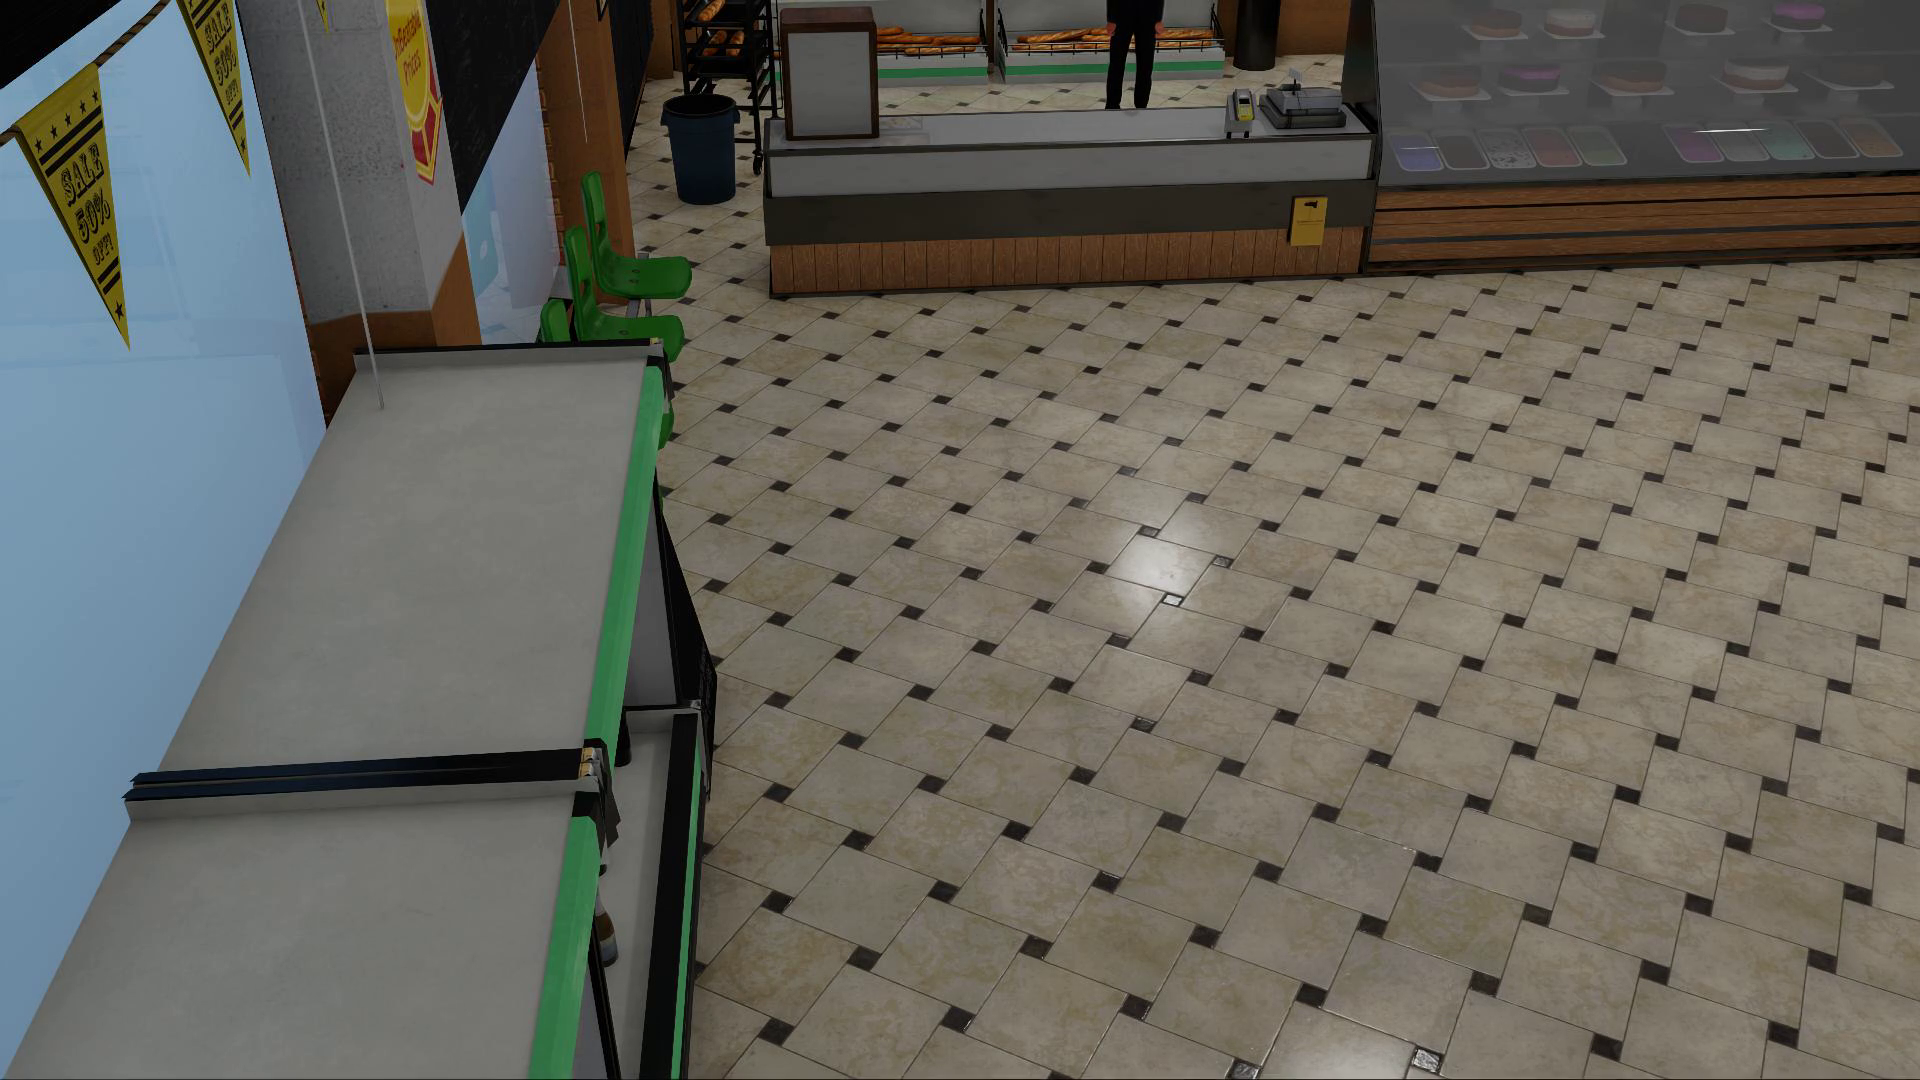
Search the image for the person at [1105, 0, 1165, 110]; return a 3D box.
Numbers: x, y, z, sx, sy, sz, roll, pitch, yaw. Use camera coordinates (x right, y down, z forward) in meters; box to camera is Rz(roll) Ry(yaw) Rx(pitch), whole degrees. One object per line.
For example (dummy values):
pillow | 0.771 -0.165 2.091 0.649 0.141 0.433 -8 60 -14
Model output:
person | 1.421 -4.246 13.478 0.613 1.868 0.566 -2 32 -4
